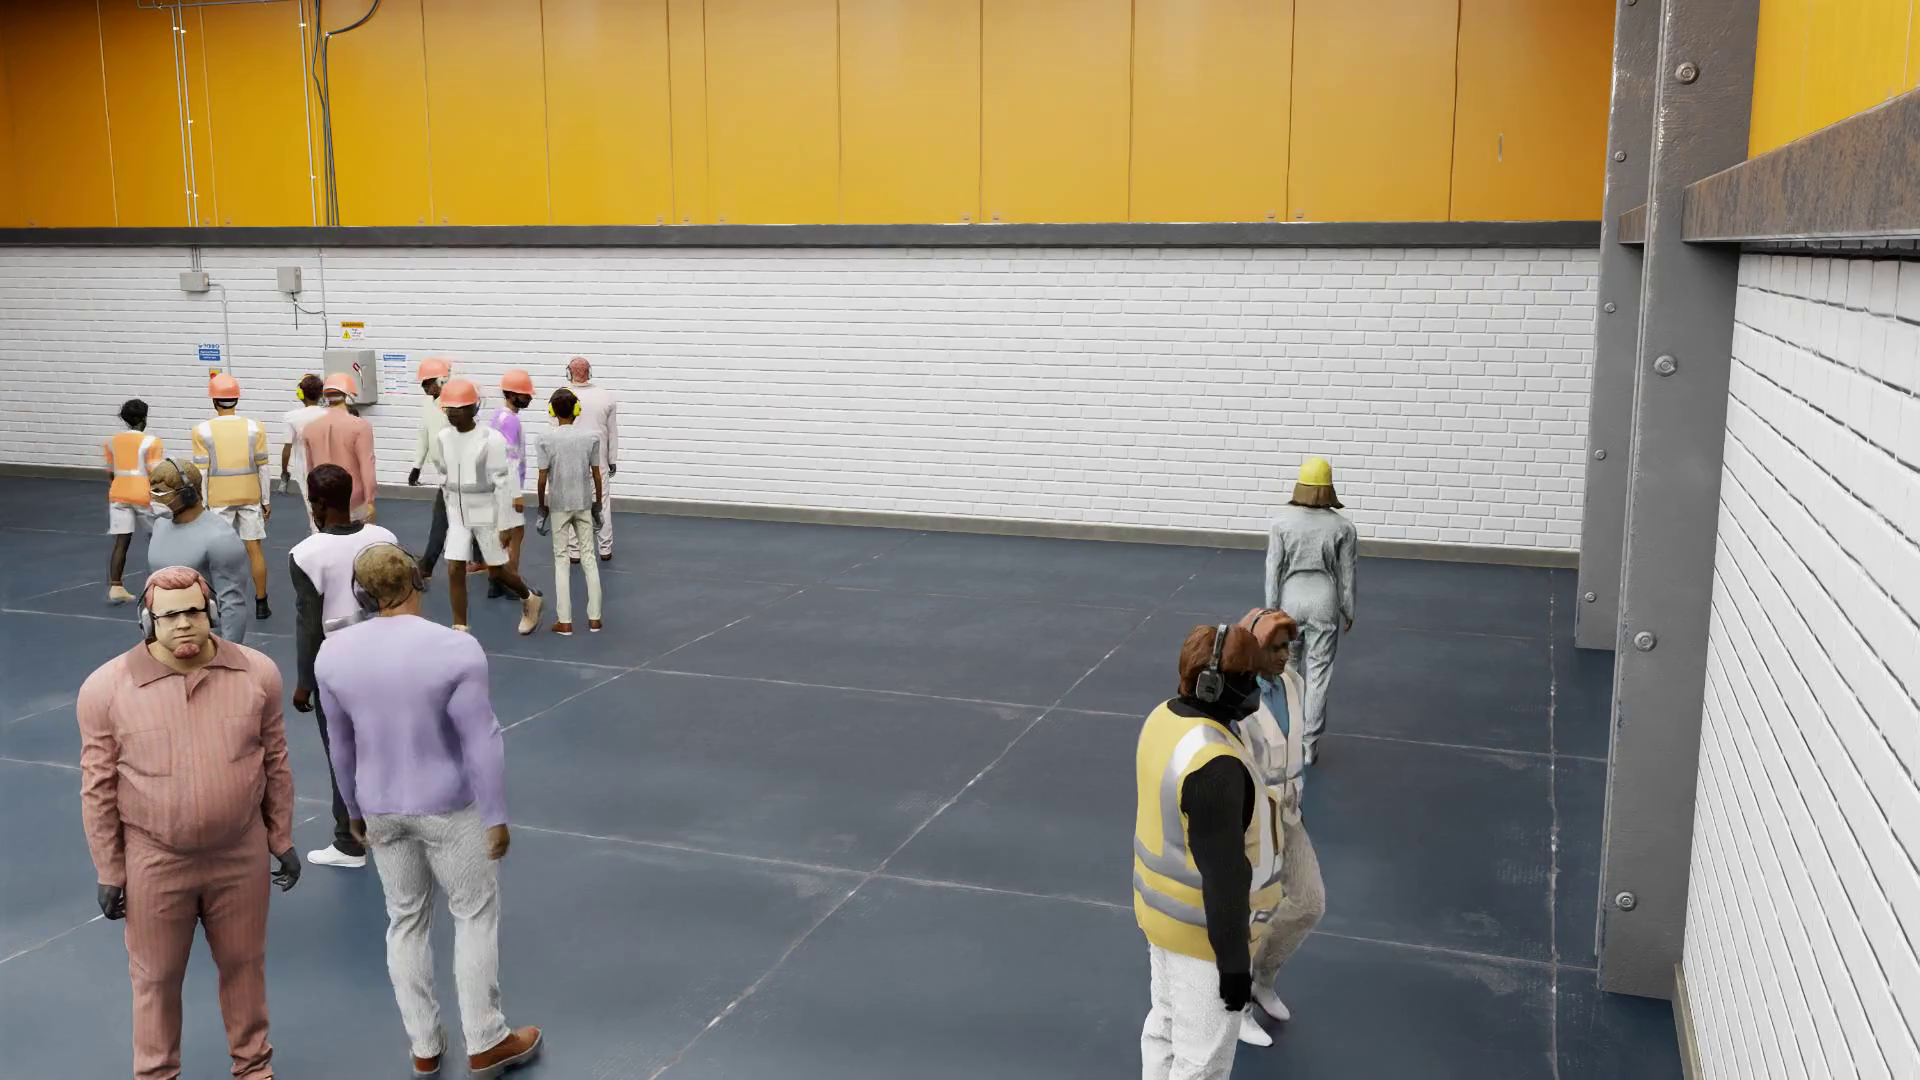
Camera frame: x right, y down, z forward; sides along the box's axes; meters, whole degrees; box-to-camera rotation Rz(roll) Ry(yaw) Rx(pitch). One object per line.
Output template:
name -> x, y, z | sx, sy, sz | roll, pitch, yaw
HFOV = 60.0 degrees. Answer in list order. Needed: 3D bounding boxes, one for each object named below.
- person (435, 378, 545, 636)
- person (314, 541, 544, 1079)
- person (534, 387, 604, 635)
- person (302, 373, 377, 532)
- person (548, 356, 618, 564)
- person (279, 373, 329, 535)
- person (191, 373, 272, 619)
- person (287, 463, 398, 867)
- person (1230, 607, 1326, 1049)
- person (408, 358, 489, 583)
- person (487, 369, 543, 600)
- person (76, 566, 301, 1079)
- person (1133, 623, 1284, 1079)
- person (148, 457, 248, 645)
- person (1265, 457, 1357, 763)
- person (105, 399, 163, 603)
person -> -3.447, -0.196, 12.052 | 0.621, 2.004, 0.937 | 4, 11, 21
person -> -1.914, 0.952, 5.862 | 0.691, 1.906, 0.372 | 2, 10, 8
person -> -2.944, -0.215, 12.529 | 0.513, 1.865, 0.329 | -5, 11, -26
person -> -4.769, -0.335, 13.002 | 0.632, 1.926, 1.065 | 2, 10, 8
person -> -3.475, -0.737, 15.342 | 0.643, 1.912, 0.410 | -5, 11, -26
person -> -5.606, -0.537, 14.502 | 1.005, 1.823, 0.507 | 9, 13, 41
person -> -5.644, -0.323, 12.920 | 0.545, 1.942, 0.350 | -6, 12, -31
person -> -2.886, 0.590, 7.852 | 0.392, 1.916, 0.592 | 5, 11, 26
person -> 1.110, 1.048, 6.080 | 0.550, 1.627, 0.384 | -9, 14, -42
person -> -4.545, -0.606, 14.490 | 1.015, 1.938, 0.606 | -8, 13, -39
person -> -3.698, -0.443, 13.721 | 0.513, 1.916, 0.559 | -4, 11, -20
person -> -2.487, 1.024, 5.431 | 0.638, 1.909, 0.407 | -7, 12, -36
person -> 0.731, 1.149, 4.923 | 0.430, 1.840, 0.620 | -2, 10, -9
person -> -3.668, 0.554, 8.004 | 0.627, 1.934, 0.370 | 6, 12, 32
person -> 2.018, 0.378, 9.556 | 0.506, 1.722, 0.656 | 3, 10, 15
person -> -6.788, -0.333, 13.747 | 0.554, 1.644, 0.873 | 1, 10, 8
